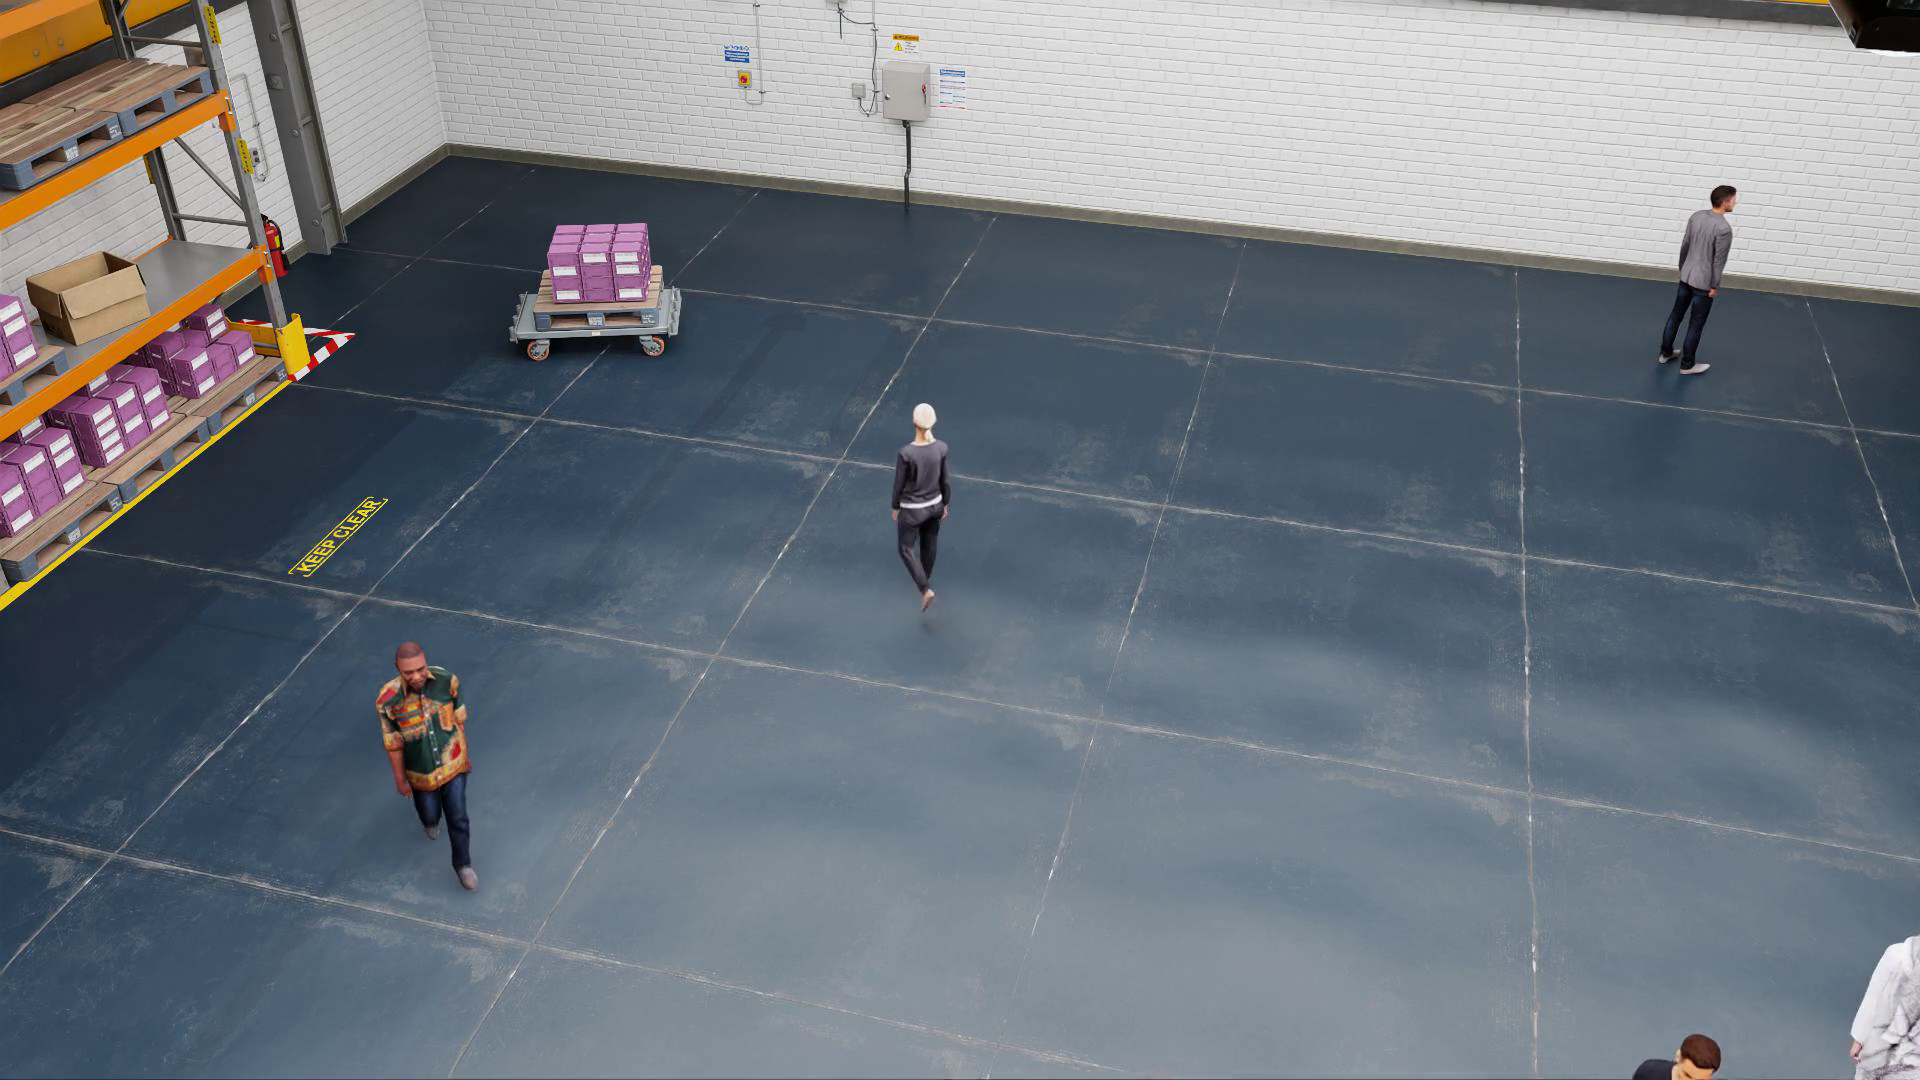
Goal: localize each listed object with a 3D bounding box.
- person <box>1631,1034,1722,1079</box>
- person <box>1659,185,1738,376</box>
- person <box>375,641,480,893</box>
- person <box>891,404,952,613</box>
[{"bbox_3d":[3.344,2.929,7.902,0.873,1.828,1.069,24,40,31],"label":"person"},{"bbox_3d":[7.150,-2.528,16.072,0.840,1.871,0.753,-13,36,-18],"label":"person"},{"bbox_3d":[-3.290,1.332,10.340,1.053,1.789,1.104,-19,38,-27],"label":"person"},{"bbox_3d":[-0.284,-0.241,12.777,0.925,1.711,1.019,-13,36,-19],"label":"person"}]
